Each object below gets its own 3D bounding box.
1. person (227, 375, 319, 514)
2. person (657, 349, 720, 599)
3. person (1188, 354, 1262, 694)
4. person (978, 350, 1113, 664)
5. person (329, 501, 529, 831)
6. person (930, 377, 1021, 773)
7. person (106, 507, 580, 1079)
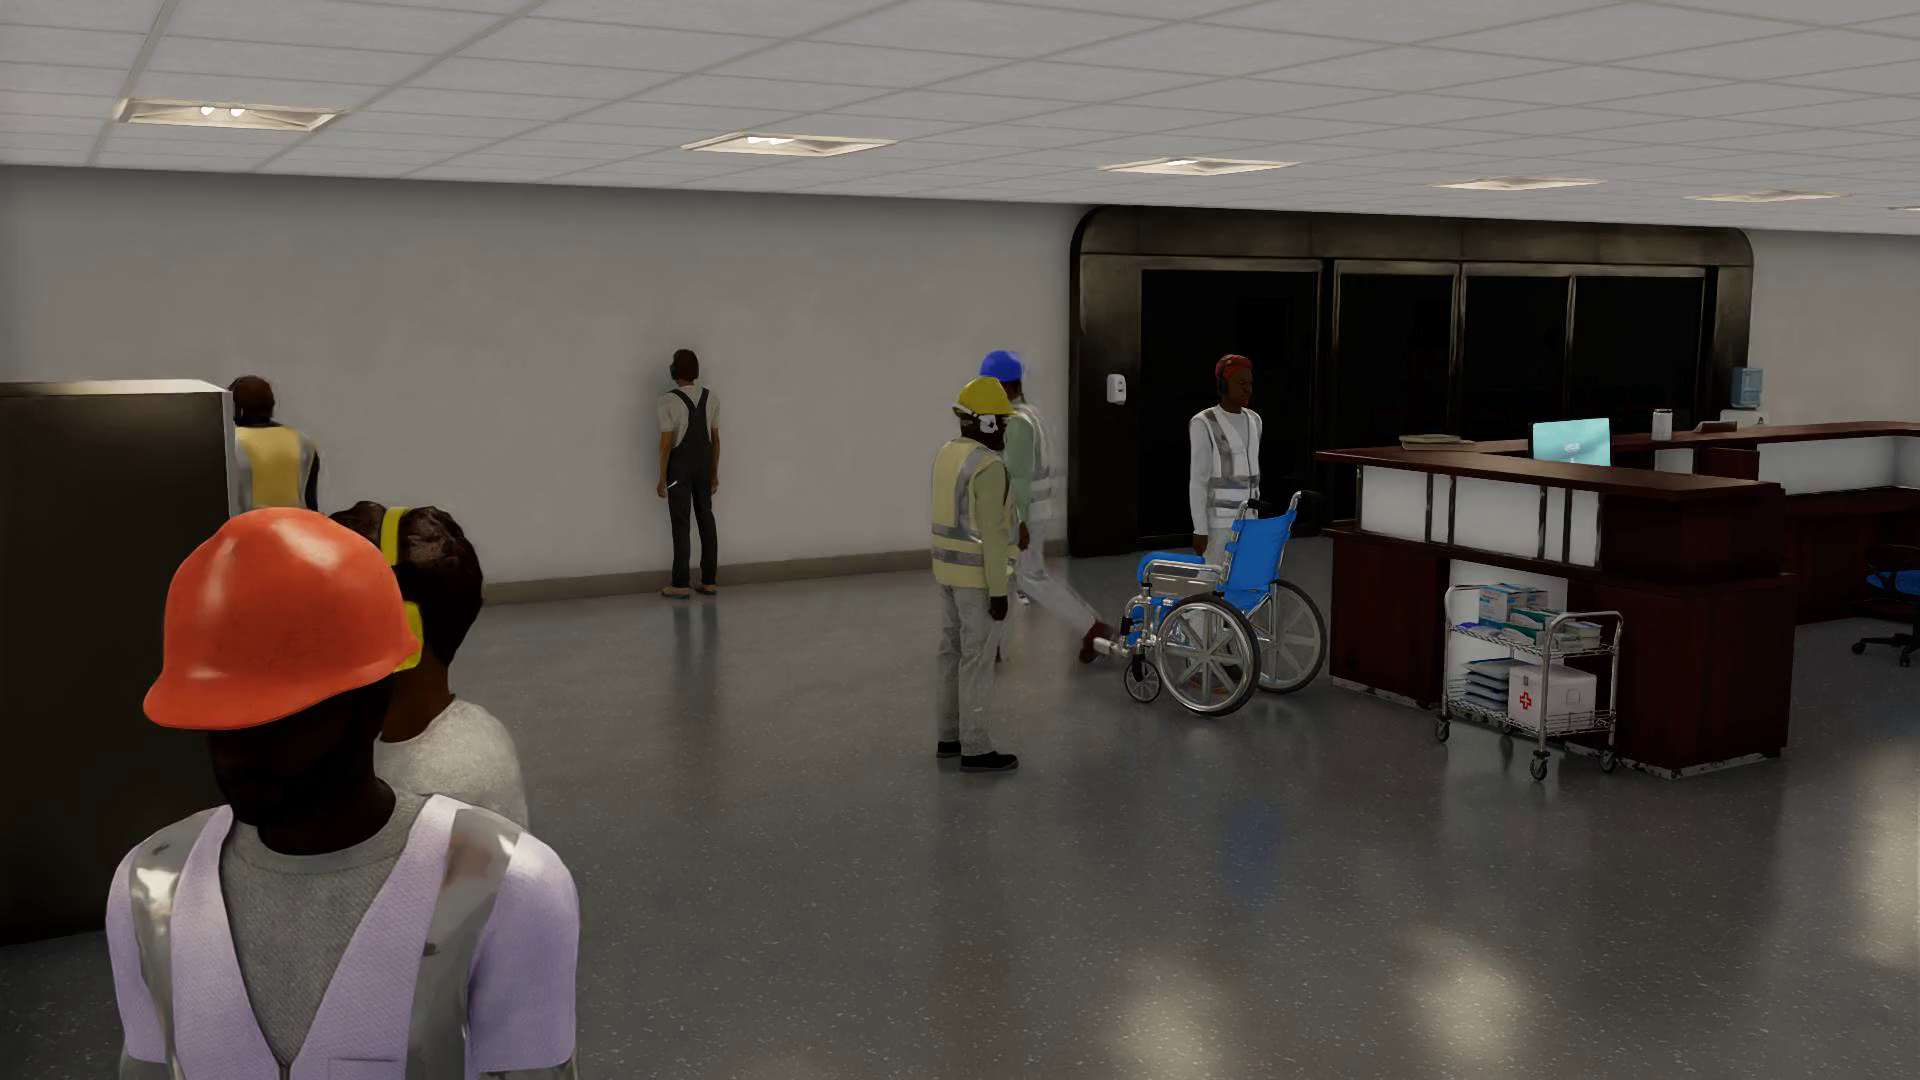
[{"bbox_3d":[-3.526,0.061,8.495,0.907,1.809,0.636,6,10,35],"label":"person"},{"bbox_3d":[-2.009,-0.486,12.292,0.507,1.847,0.345,-6,10,-39],"label":"person"},{"bbox_3d":[1.496,-0.095,9.324,0.584,1.882,0.337,-8,11,-44],"label":"person"},{"bbox_3d":[0.433,-0.175,9.864,0.875,1.906,0.650,0,8,-3],"label":"person"},{"bbox_3d":[-0.753,0.872,2.387,0.311,1.869,0.532,-2,8,-16],"label":"person"},{"bbox_3d":[0.076,0.159,7.725,0.404,1.825,0.595,-4,9,-25],"label":"person"},{"bbox_3d":[-0.682,0.919,1.854,0.539,1.929,0.384,1,8,6],"label":"person"}]
